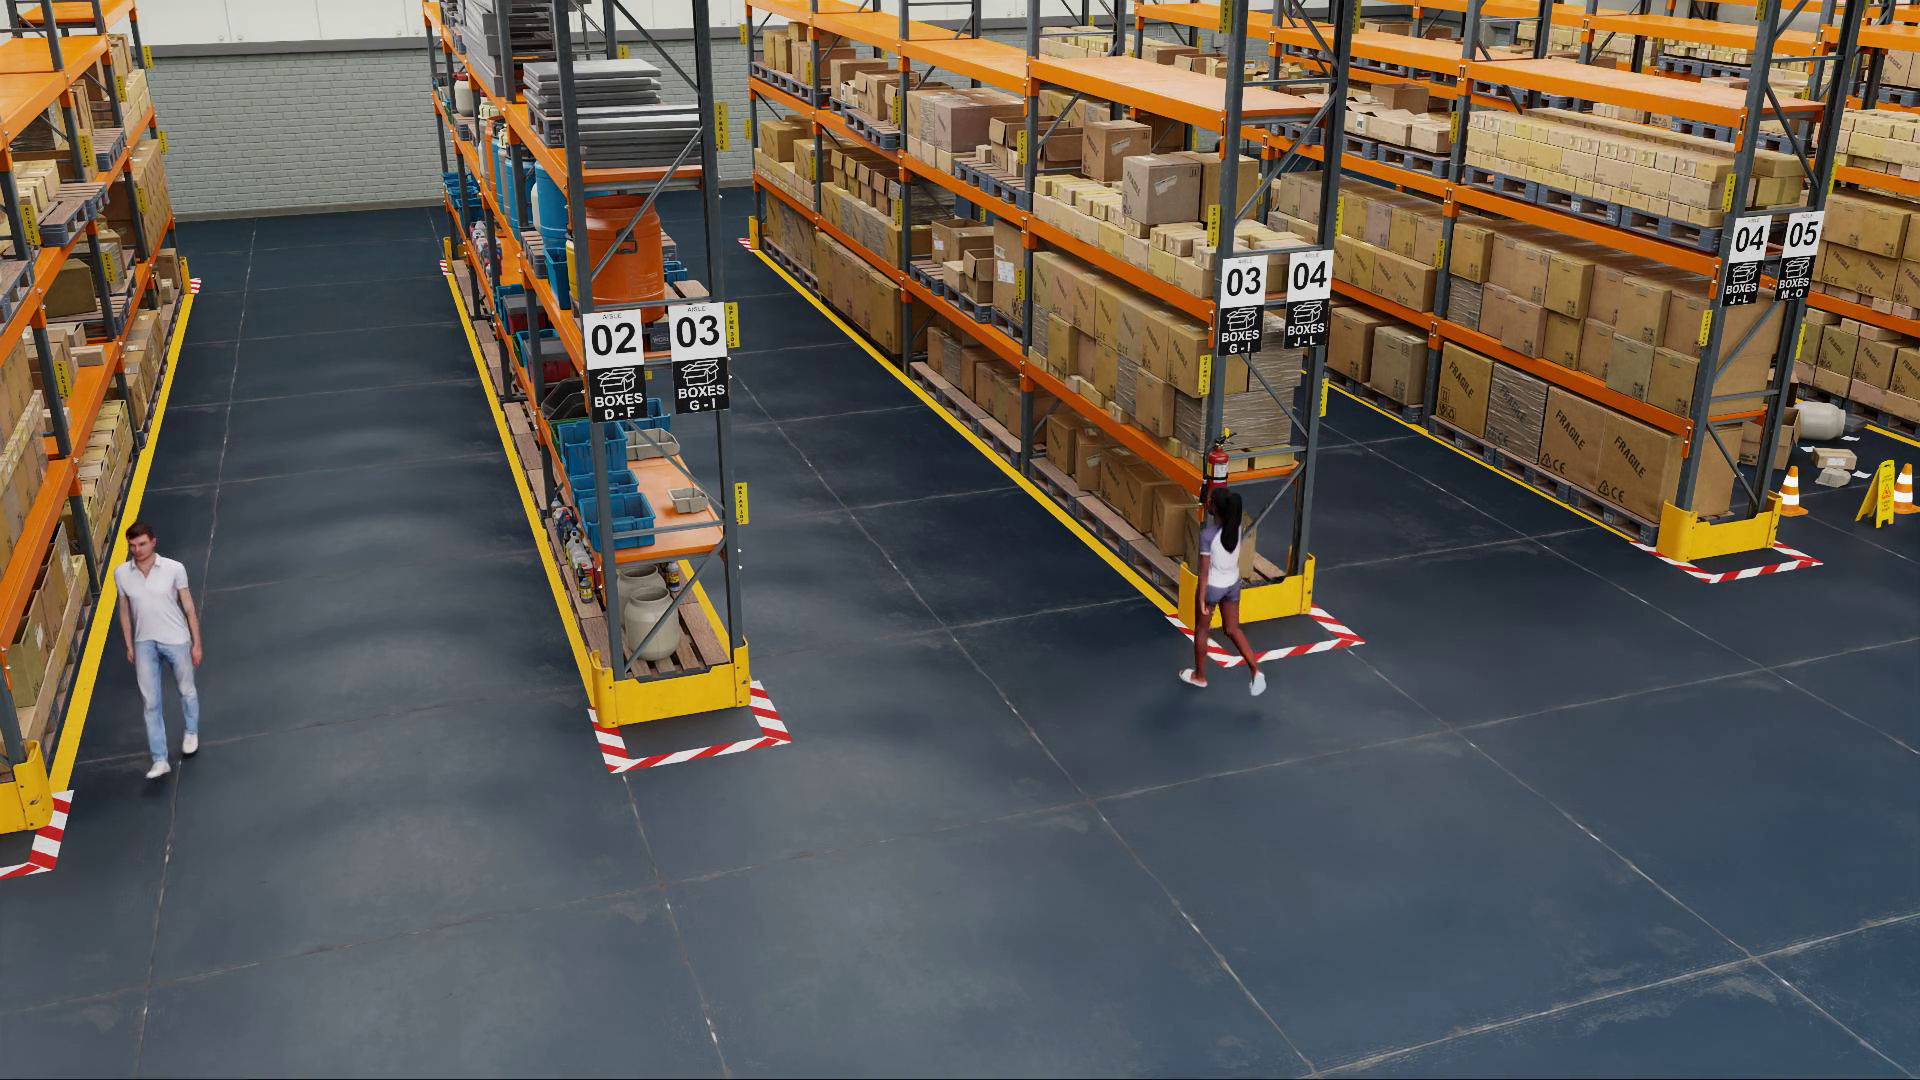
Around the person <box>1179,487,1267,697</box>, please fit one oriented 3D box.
[{"bbox_3d":[2.044,0.429,12.749,0.785,1.703,1.102,-15,27,-32],"label":"person"}]

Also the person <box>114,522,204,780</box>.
[{"bbox_3d":[-5.690,0.707,11.908,0.722,1.826,1.017,-6,23,-15],"label":"person"}]
